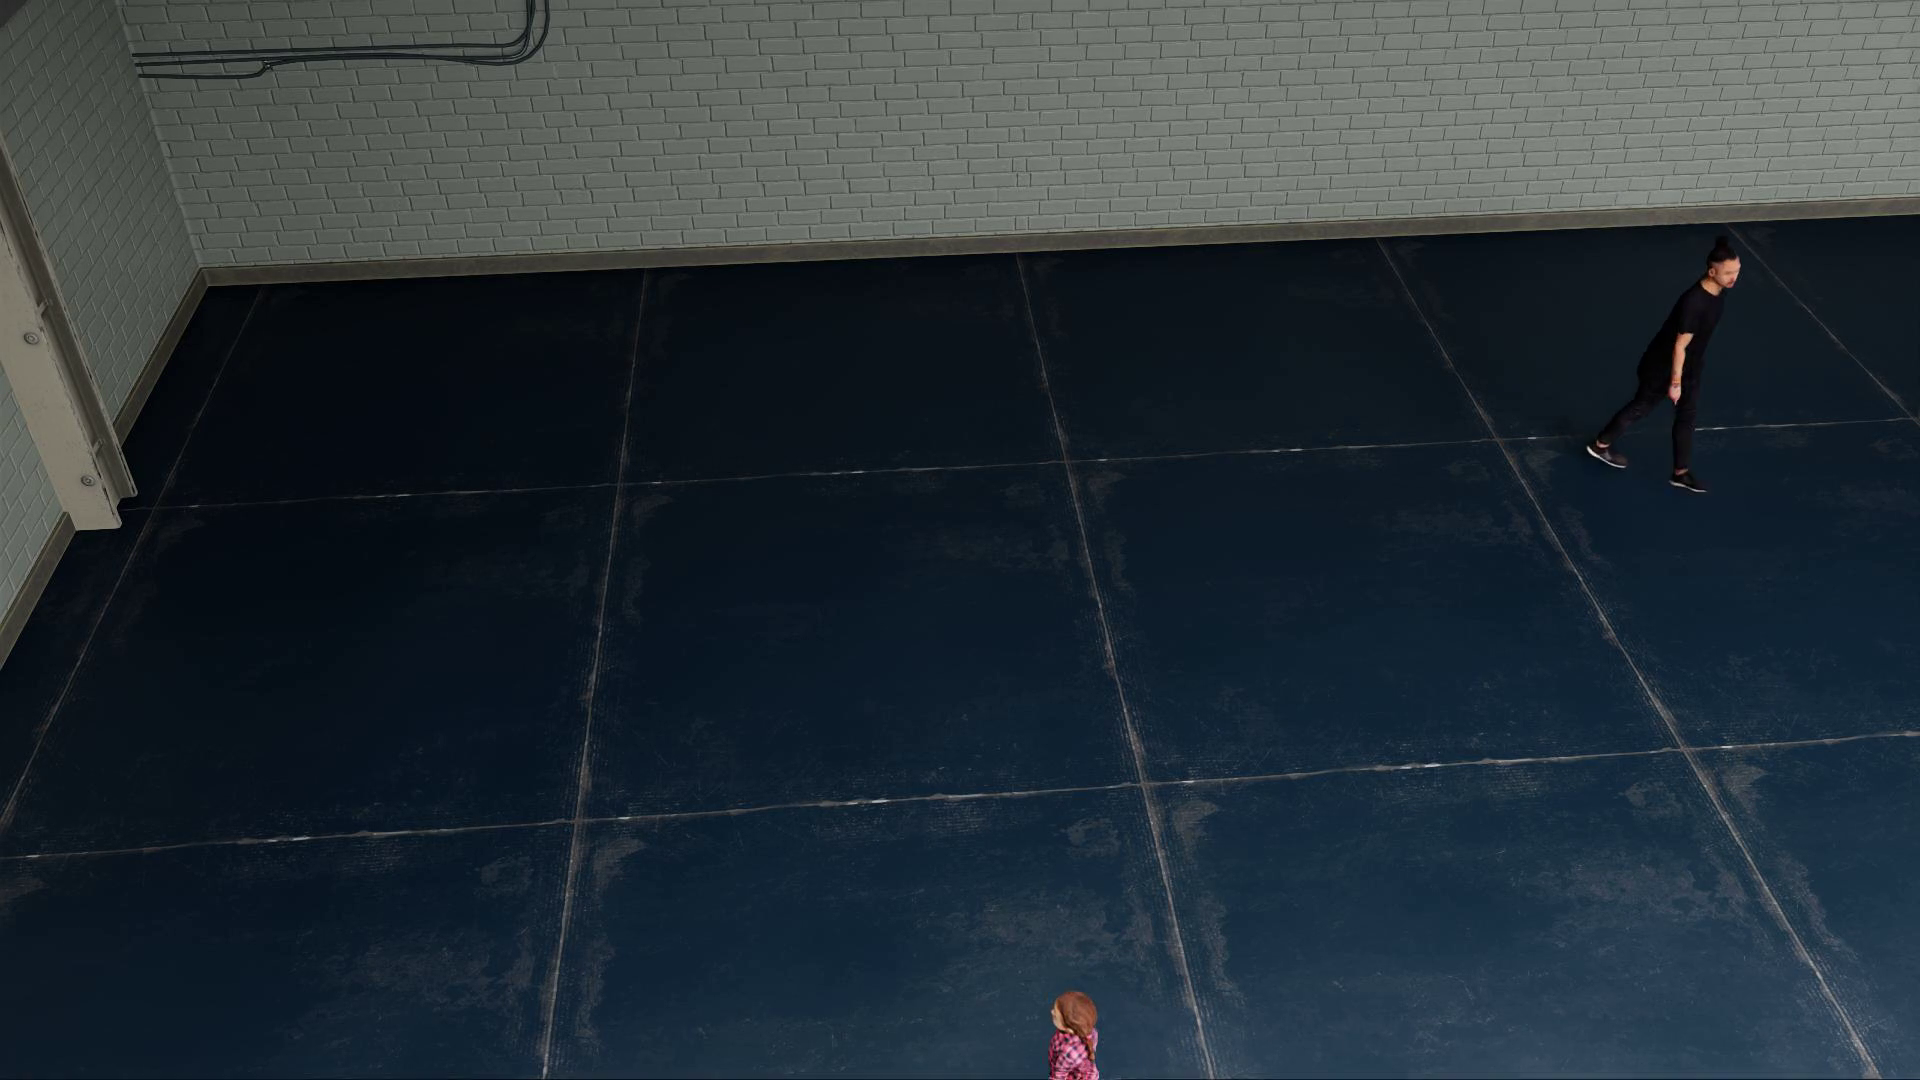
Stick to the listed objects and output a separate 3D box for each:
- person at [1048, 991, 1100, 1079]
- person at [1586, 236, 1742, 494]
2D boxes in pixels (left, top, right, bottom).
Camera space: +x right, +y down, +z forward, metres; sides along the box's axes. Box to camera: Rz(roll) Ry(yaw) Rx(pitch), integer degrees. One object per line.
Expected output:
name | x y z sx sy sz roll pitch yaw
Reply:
person | 0.512 2.248 6.891 0.638 1.007 0.657 11 39 13
person | 4.484 -1.183 10.613 1.197 1.824 1.081 29 46 32
